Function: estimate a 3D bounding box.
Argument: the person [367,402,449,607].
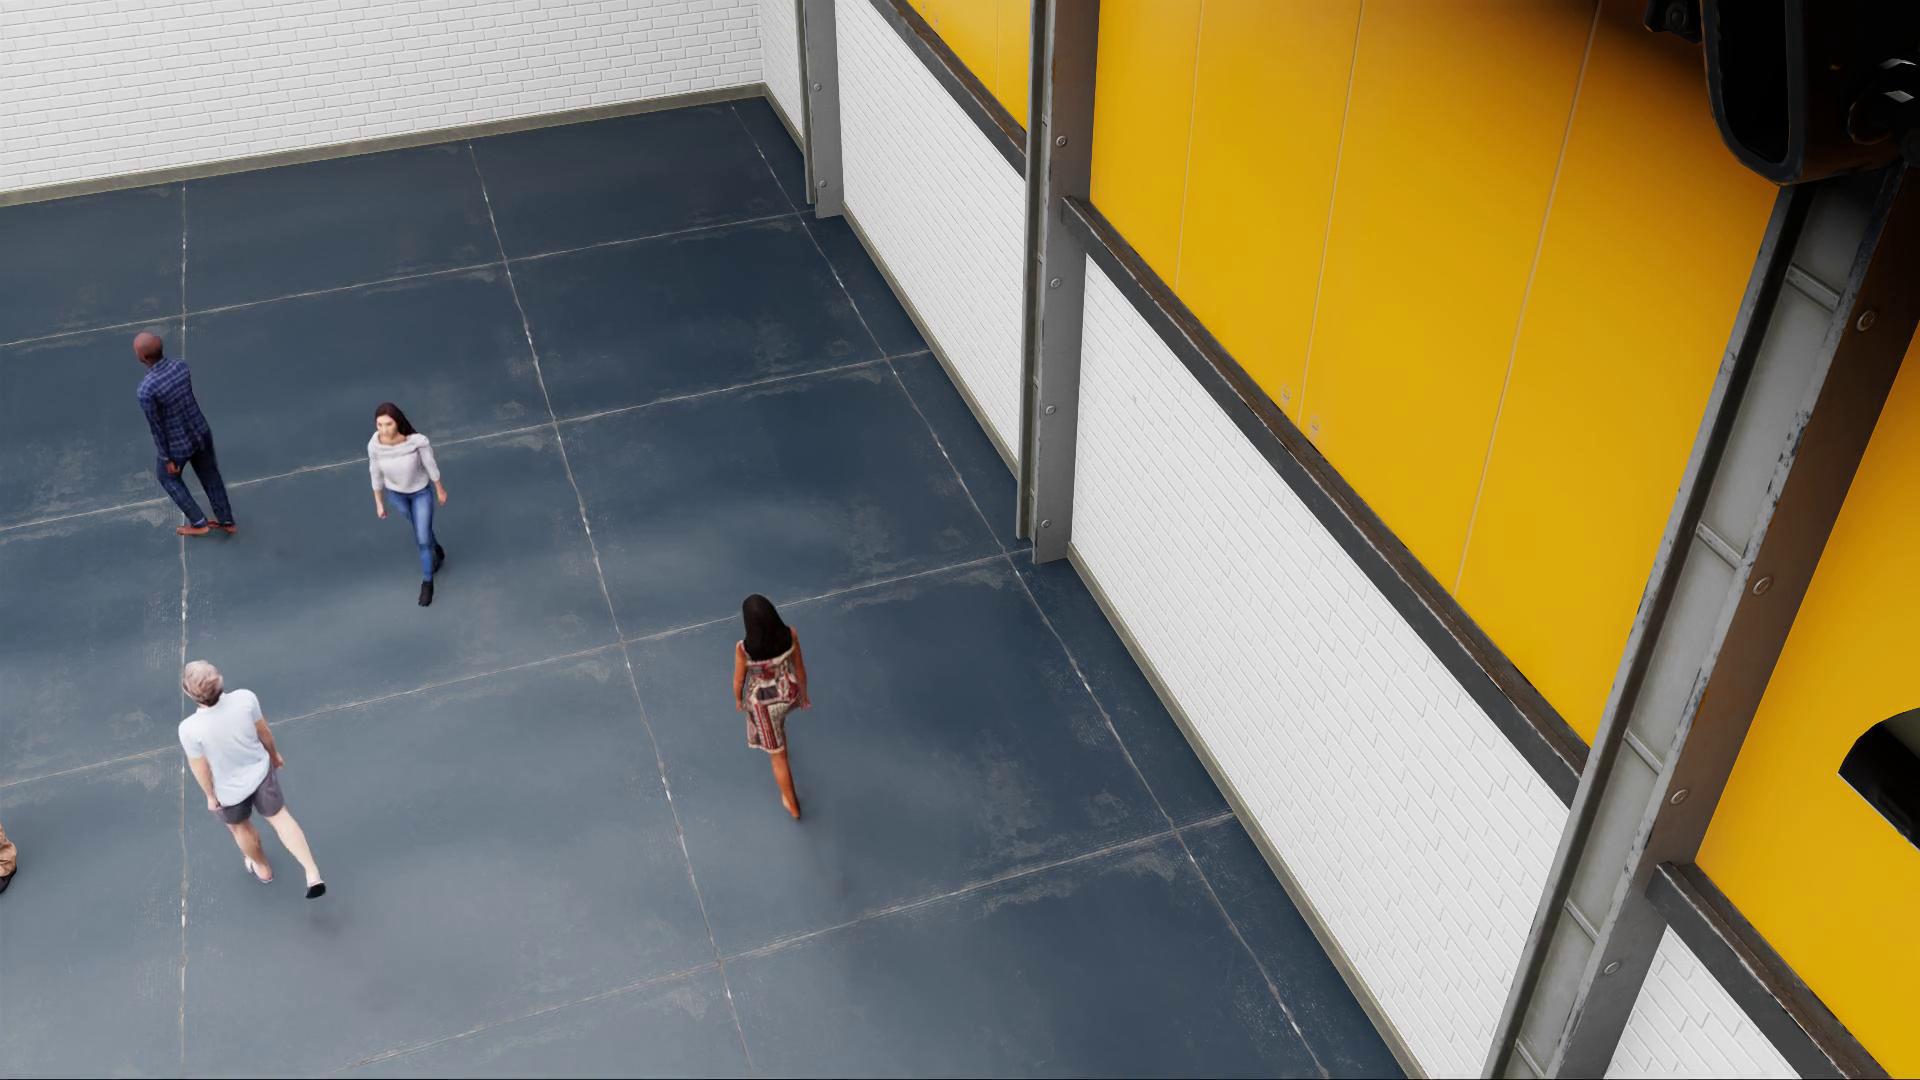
[{"bbox_3d":[-4.014,-0.372,12.229,0.866,1.597,1.057,2,39,2],"label":"person"}]

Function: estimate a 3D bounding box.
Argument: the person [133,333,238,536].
[{"bbox_3d":[-5.787,-0.765,12.552,0.866,1.807,0.806,16,41,19],"label":"person"}]

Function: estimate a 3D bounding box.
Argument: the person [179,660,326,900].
[{"bbox_3d":[-4.171,1.465,9.758,1.117,1.810,0.924,30,48,32],"label":"person"}]

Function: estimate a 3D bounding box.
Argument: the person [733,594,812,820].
[{"bbox_3d":[-1.150,1.068,10.429,0.725,1.593,1.153,-18,42,-21],"label":"person"}]
